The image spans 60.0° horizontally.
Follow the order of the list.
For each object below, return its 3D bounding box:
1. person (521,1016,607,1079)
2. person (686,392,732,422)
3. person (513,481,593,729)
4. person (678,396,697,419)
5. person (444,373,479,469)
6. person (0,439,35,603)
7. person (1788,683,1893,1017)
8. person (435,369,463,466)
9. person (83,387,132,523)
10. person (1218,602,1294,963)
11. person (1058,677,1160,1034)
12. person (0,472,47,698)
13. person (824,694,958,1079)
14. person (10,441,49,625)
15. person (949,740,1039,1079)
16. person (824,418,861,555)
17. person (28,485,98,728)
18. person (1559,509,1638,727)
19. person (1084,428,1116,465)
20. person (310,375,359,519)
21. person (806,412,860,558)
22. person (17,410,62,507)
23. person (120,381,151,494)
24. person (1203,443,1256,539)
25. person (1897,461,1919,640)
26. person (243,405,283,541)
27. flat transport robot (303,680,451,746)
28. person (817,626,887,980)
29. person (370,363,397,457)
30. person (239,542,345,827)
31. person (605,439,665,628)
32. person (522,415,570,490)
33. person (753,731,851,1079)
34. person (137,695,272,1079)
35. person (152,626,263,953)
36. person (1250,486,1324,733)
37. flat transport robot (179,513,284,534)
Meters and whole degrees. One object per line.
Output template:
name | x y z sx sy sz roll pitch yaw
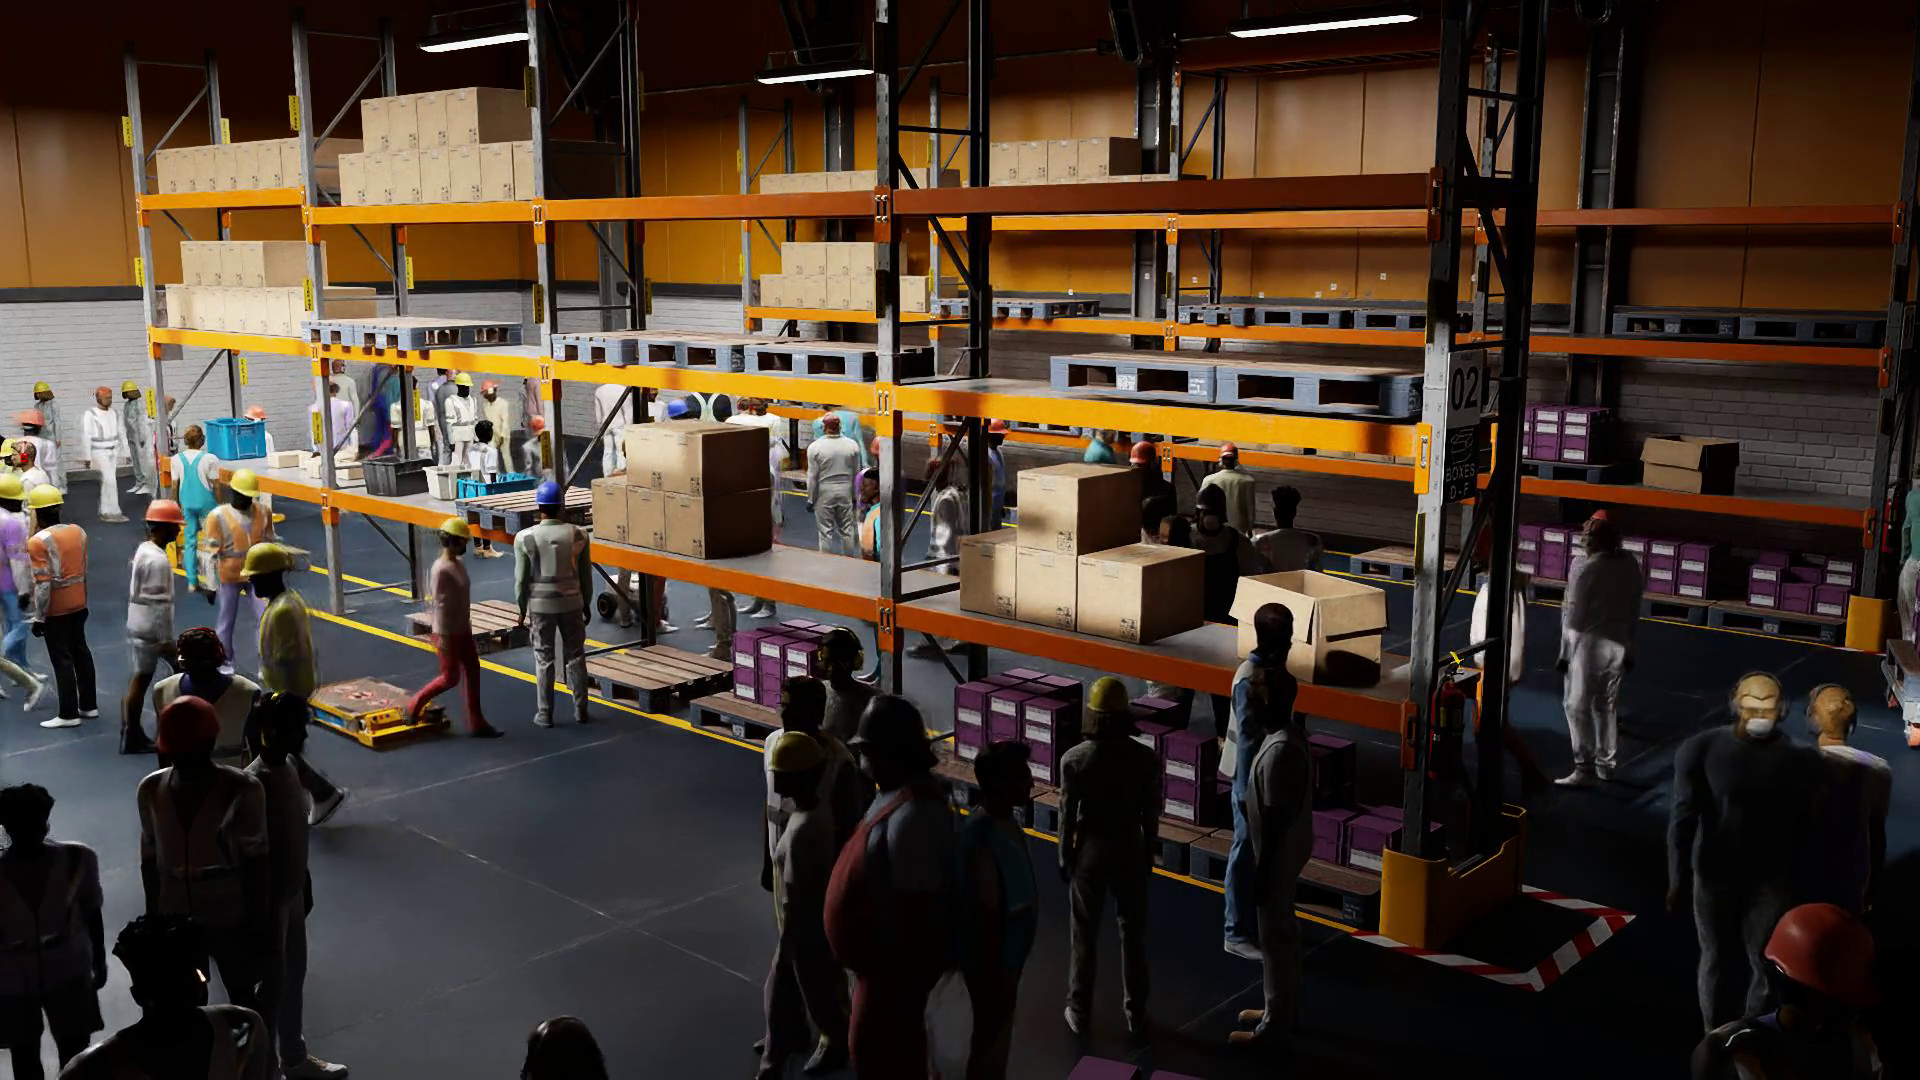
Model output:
person | -0.934 2.144 4.209 0.560 1.819 0.690 -8 13 -37
person | -3.610 -1.457 23.929 0.676 2.000 0.536 -1 10 -4
person | -3.191 0.508 13.077 0.605 1.948 0.405 -5 11 -24
person | -3.891 -1.249 23.896 0.517 1.636 0.314 8 13 37
person | -7.349 -1.520 24.651 0.409 1.918 0.585 5 11 27
person | -9.961 -0.204 17.650 0.524 1.761 0.339 6 12 30
person | 3.885 1.551 7.497 0.509 1.838 0.343 1 10 3
person | -7.893 -1.756 26.010 0.644 1.904 0.399 8 13 38
person | -11.563 -1.154 22.712 0.746 1.859 0.614 3 11 17
person | 1.591 1.266 8.889 0.389 1.916 0.590 5 11 25
person | 0.711 1.513 8.014 0.489 1.735 0.342 -1 10 -3
person | -8.105 0.366 14.065 0.627 1.895 0.608 8 13 39
person | -0.253 1.598 6.655 0.576 2.000 0.699 0 10 0
person | -9.277 -0.082 16.702 0.380 1.845 0.570 -4 11 -24
person | 0.138 1.693 6.662 0.389 1.849 0.567 1 10 6
person | -1.465 -0.561 19.460 0.600 1.827 0.404 2 10 13
person | -7.088 0.520 13.079 0.372 1.923 0.595 1 10 7
person | 5.062 0.613 13.162 0.576 1.712 0.882 -2 10 -14
person | 1.580 -0.433 18.523 0.400 1.904 0.652 1 10 7
person | -8.630 -1.275 22.988 0.624 2.011 0.504 -1 10 -4
person | -1.451 -0.495 18.867 0.639 1.910 0.407 -5 11 -26
person | -10.681 -0.542 19.199 0.553 1.899 0.548 -3 10 -17
person | -12.636 -1.572 25.454 0.483 1.737 0.321 8 13 37
person | 2.790 -0.139 17.308 0.559 1.744 0.333 1 10 5
person | 8.629 0.220 14.816 0.465 1.920 0.630 -2 10 -9
person | -8.986 -0.848 21.305 0.566 1.748 0.338 3 11 17
flat transport robot | -4.692 1.334 13.153 1.431 0.197 0.652 9 14 43
person | -0.596 1.352 8.567 0.509 1.862 0.327 3 11 18
person | -10.185 -2.455 29.569 0.572 2.000 0.805 -9 14 -42
person | -4.315 0.948 10.666 0.455 1.911 0.601 -4 11 -20
person | -3.214 -0.078 16.448 0.586 1.928 0.369 3 10 15
person | -5.103 -0.706 20.597 0.603 1.711 0.451 -9 13 -40
person | -0.601 1.670 7.145 0.846 1.739 0.535 0 10 2
person | -3.191 1.587 7.044 0.543 1.929 0.387 0 10 1
person | -3.920 1.334 8.766 0.561 1.828 0.418 0 10 1
person | 2.475 0.556 12.759 0.604 1.966 0.367 -1 10 -7
flat transport robot | -9.854 -0.280 22.276 0.652 0.197 1.431 5 11 24
